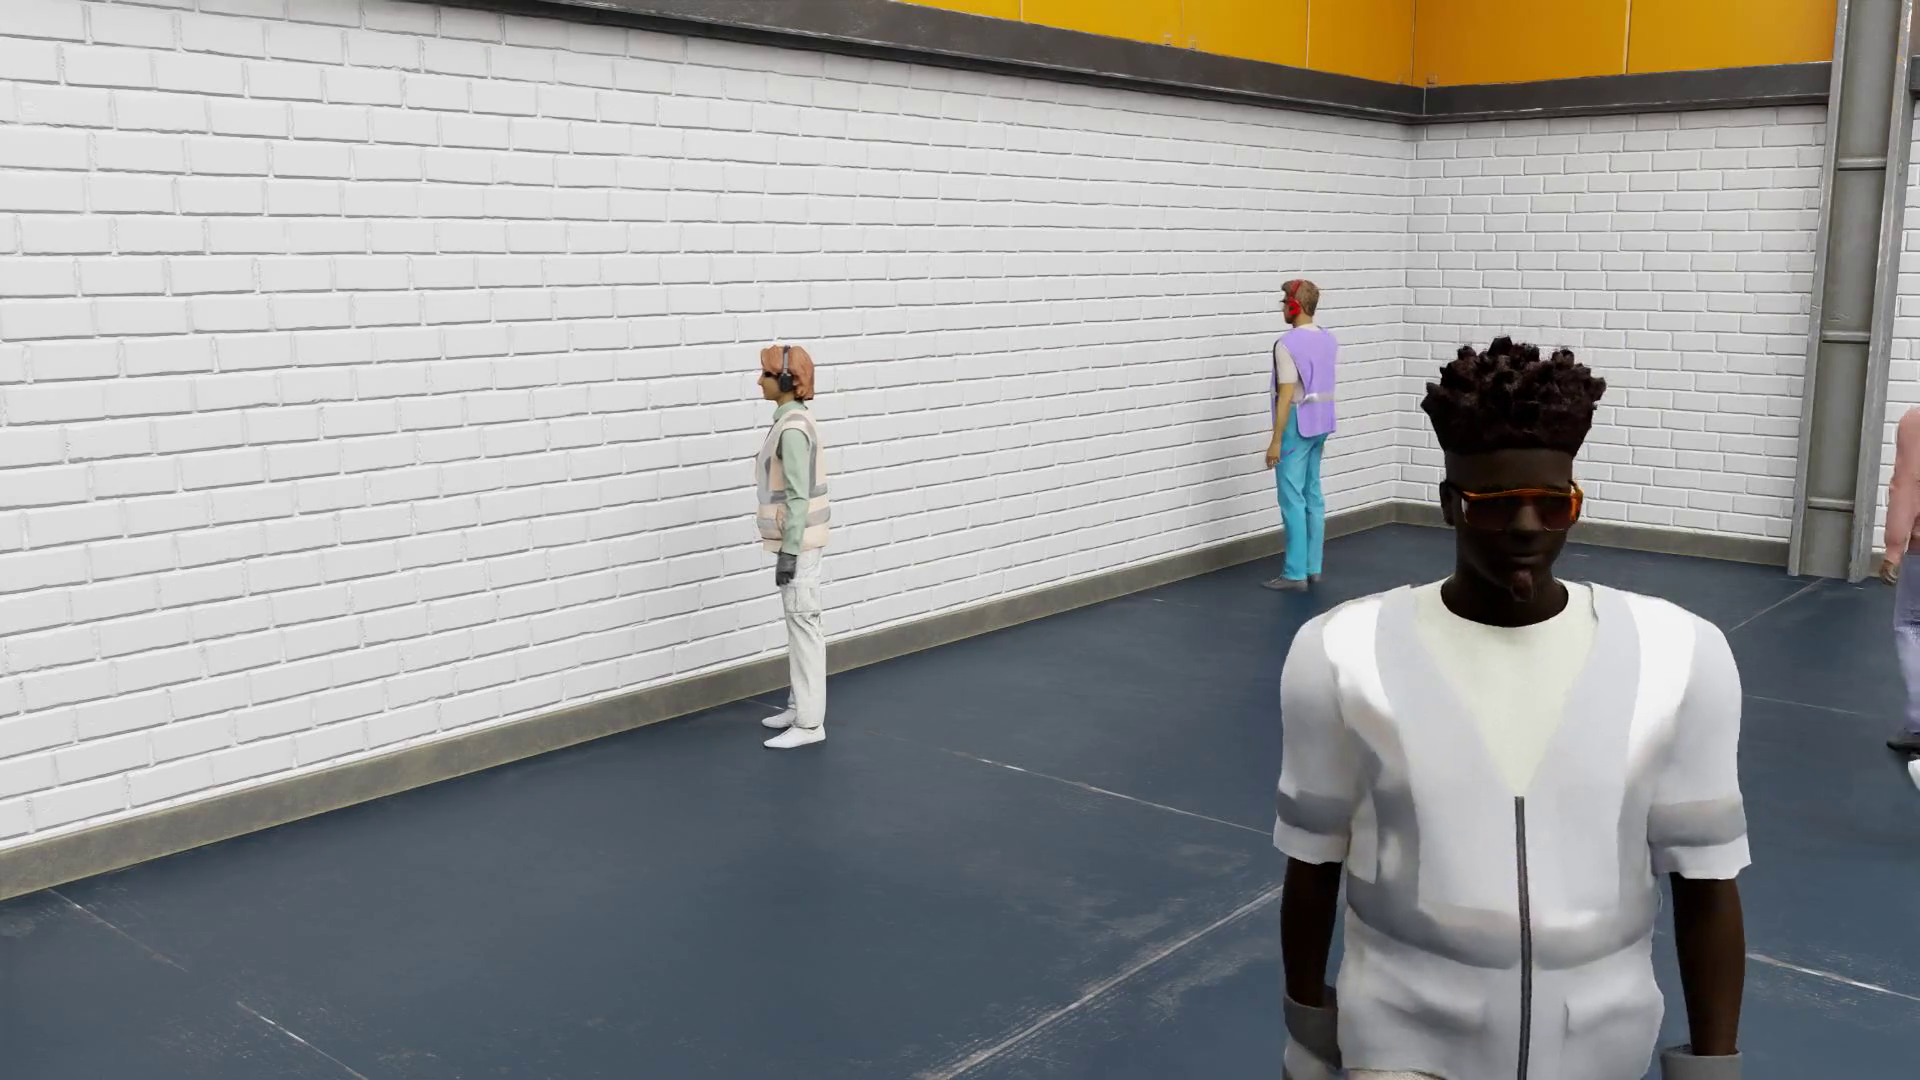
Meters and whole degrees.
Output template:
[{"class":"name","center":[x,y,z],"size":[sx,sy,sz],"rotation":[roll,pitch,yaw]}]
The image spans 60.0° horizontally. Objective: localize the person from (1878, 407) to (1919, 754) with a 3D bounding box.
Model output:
[{"class":"person","center":[3.848,0.035,6.405],"size":[0.588,1.735,0.614],"rotation":[2,10,11]}]

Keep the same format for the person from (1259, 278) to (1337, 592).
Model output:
[{"class":"person","center":[2.023,-0.614,9.842],"size":[0.375,1.844,0.570],"rotation":[8,13,39]}]

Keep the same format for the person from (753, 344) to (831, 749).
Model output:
[{"class":"person","center":[-0.680,0.026,6.772],"size":[0.312,1.642,0.512],"rotation":[-1,10,-5]}]

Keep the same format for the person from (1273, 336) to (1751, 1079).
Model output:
[{"class":"person","center":[0.748,0.672,2.337],"size":[0.609,1.919,1.041],"rotation":[1,10,6]}]

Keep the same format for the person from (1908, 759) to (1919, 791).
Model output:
[{"class":"person","center":[3.342,0.198,5.223],"size":[0.523,1.853,0.537],"rotation":[-6,12,-33]}]
